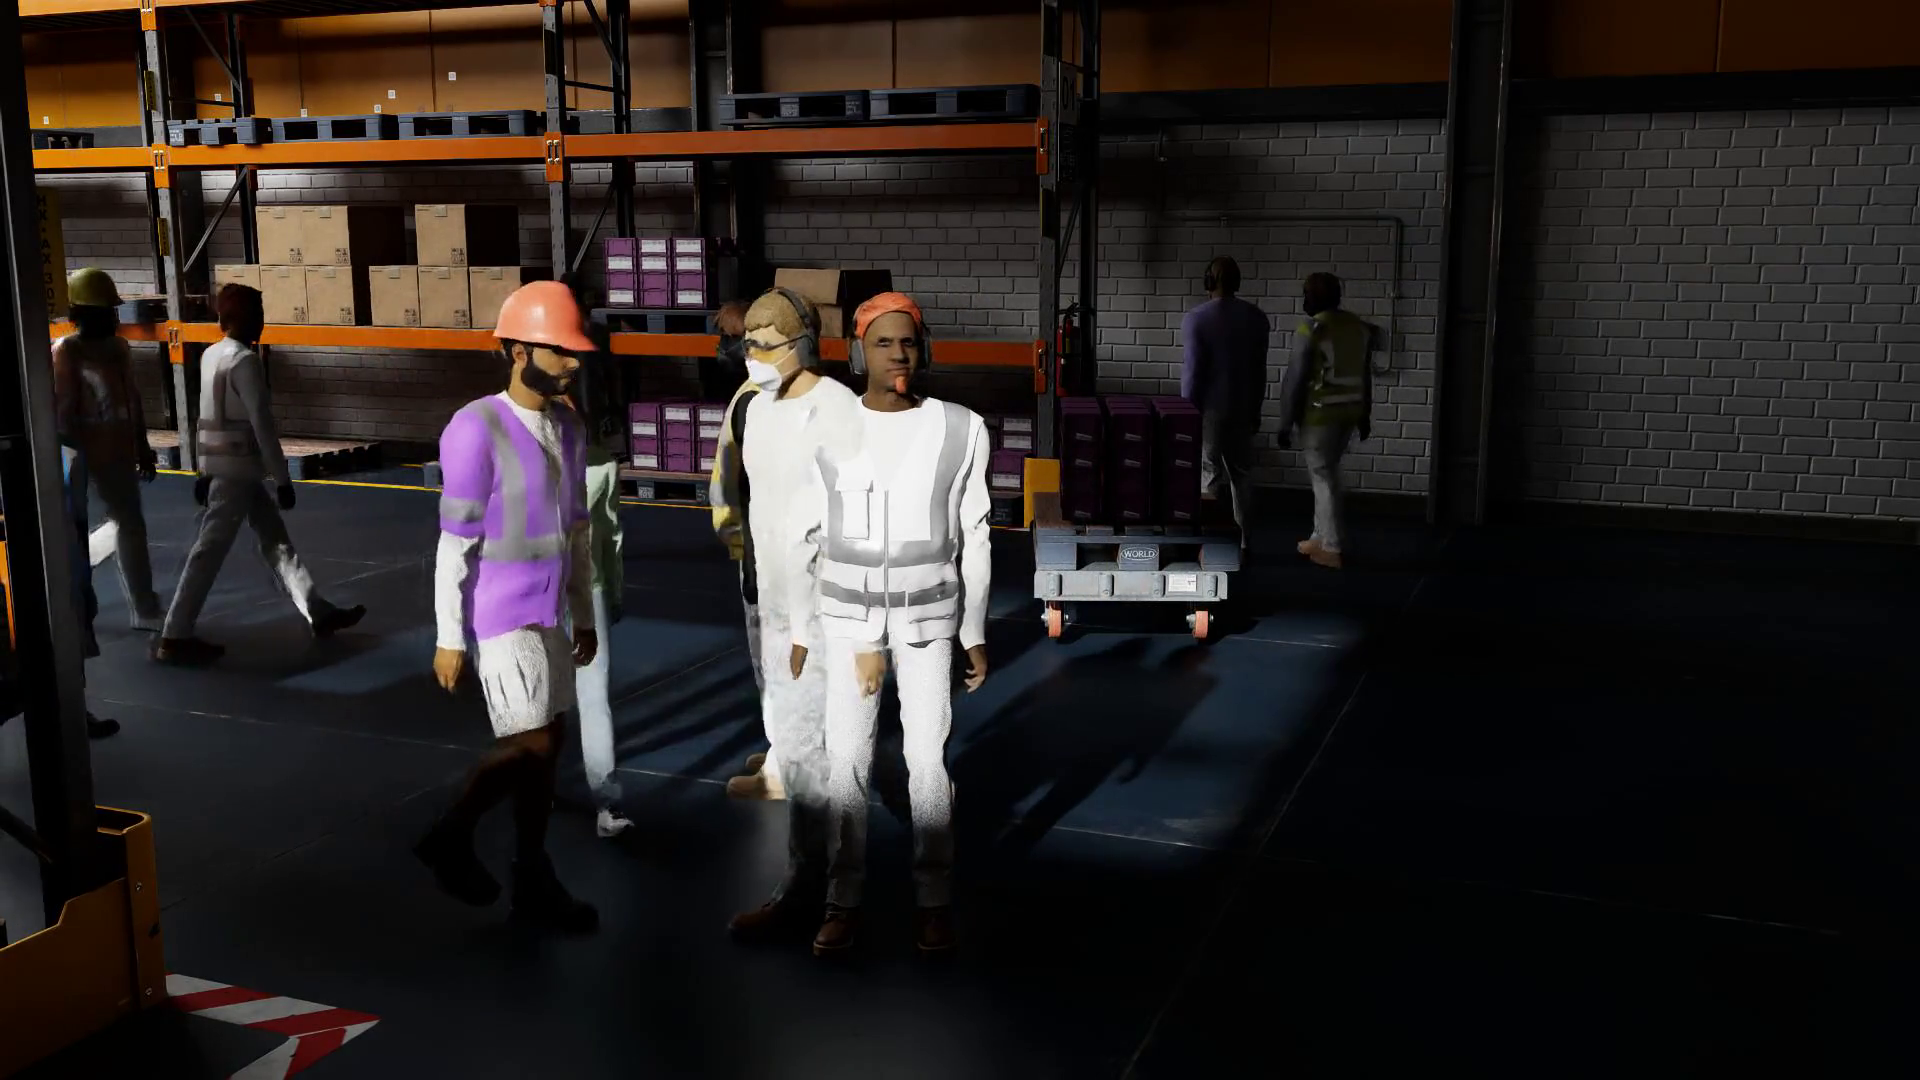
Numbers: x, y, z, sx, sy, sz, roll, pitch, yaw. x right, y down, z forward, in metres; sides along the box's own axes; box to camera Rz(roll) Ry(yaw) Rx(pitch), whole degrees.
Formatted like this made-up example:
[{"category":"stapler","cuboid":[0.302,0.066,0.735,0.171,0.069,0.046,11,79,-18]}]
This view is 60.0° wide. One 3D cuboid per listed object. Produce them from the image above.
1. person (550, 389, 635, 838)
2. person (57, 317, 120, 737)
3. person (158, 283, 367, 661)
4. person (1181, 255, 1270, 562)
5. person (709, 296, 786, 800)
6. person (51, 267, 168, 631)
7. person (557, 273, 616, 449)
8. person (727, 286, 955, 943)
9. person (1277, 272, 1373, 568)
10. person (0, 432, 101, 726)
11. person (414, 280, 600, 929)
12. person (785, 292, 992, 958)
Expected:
[{"category":"person","cuboid":[-1.372,0.231,5.662,0.520,1.572,0.812,-5,11,-25]},{"category":"person","cuboid":[-3.867,-0.114,6.637,0.736,1.919,0.560,-1,10,-8]},{"category":"person","cuboid":[-3.512,-0.339,8.179,1.032,1.820,0.600,-7,12,-34]},{"category":"person","cuboid":[1.640,-0.806,10.435,0.635,1.937,0.353,-5,11,-26]},{"category":"person","cuboid":[-0.698,0.028,6.118,0.436,1.829,0.637,0,10,2]},{"category":"person","cuboid":[-4.443,-0.455,8.591,0.779,1.894,0.616,0,10,0]},{"category":"person","cuboid":[-2.515,-0.829,10.899,0.545,1.815,0.973,-4,11,-22]},{"category":"person","cuboid":[-0.339,0.204,4.932,0.768,1.905,0.676,-6,12,-32]},{"category":"person","cuboid":[2.245,-0.755,10.453,0.666,1.825,0.678,-7,12,-34]},{"category":"person","cuboid":[-3.235,0.178,5.682,0.541,1.681,0.537,5,11,25]},{"category":"person","cuboid":[-1.279,0.214,4.838,0.563,1.916,0.585,4,11,19]},{"category":"person","cuboid":[-0.201,0.251,4.697,0.583,1.884,0.350,0,10,1]}]
